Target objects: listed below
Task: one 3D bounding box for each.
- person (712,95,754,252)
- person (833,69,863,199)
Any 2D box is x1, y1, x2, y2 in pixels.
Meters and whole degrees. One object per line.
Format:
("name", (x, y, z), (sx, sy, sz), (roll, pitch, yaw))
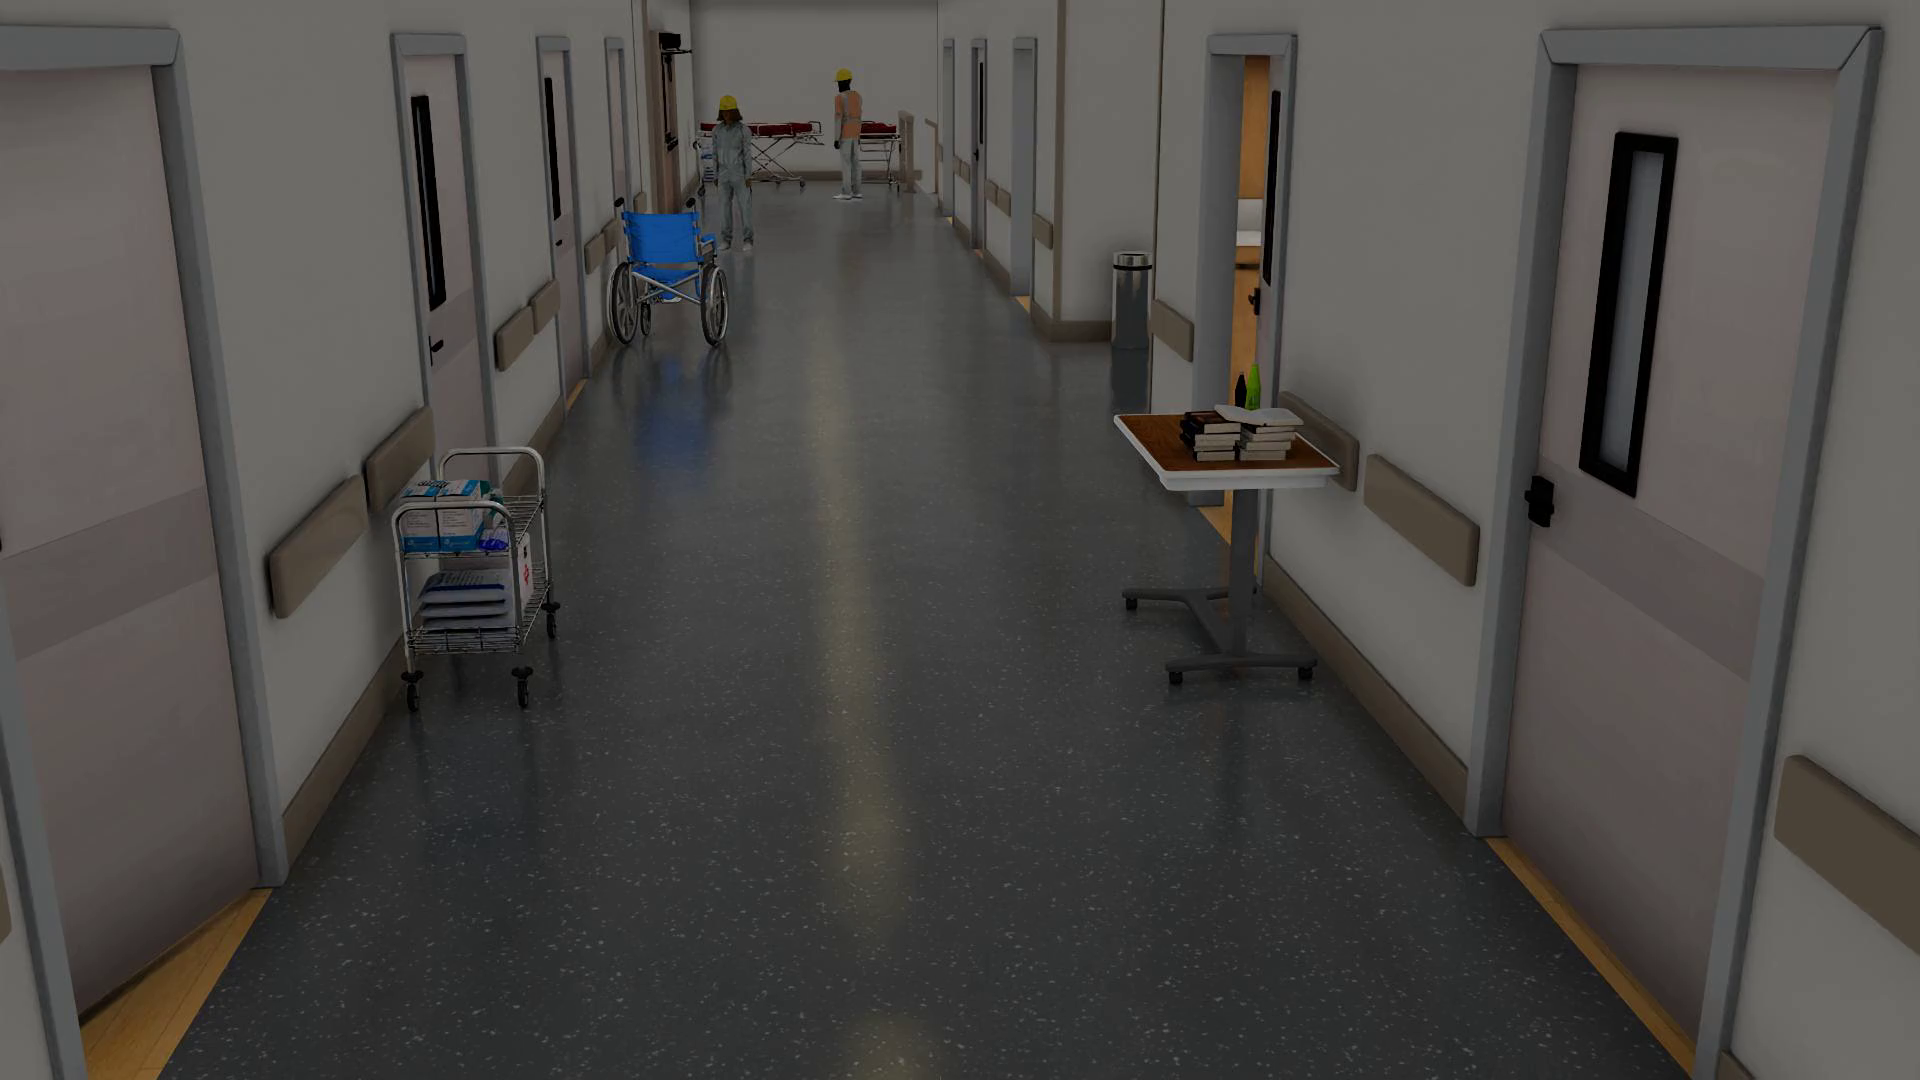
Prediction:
("person", (-2.571, -4.122, 18.756), (0.483, 1.735, 0.340), (5, 17, 17))
("person", (-1.707, -6.112, 25.092), (0.398, 1.920, 0.586), (11, 20, 32))
